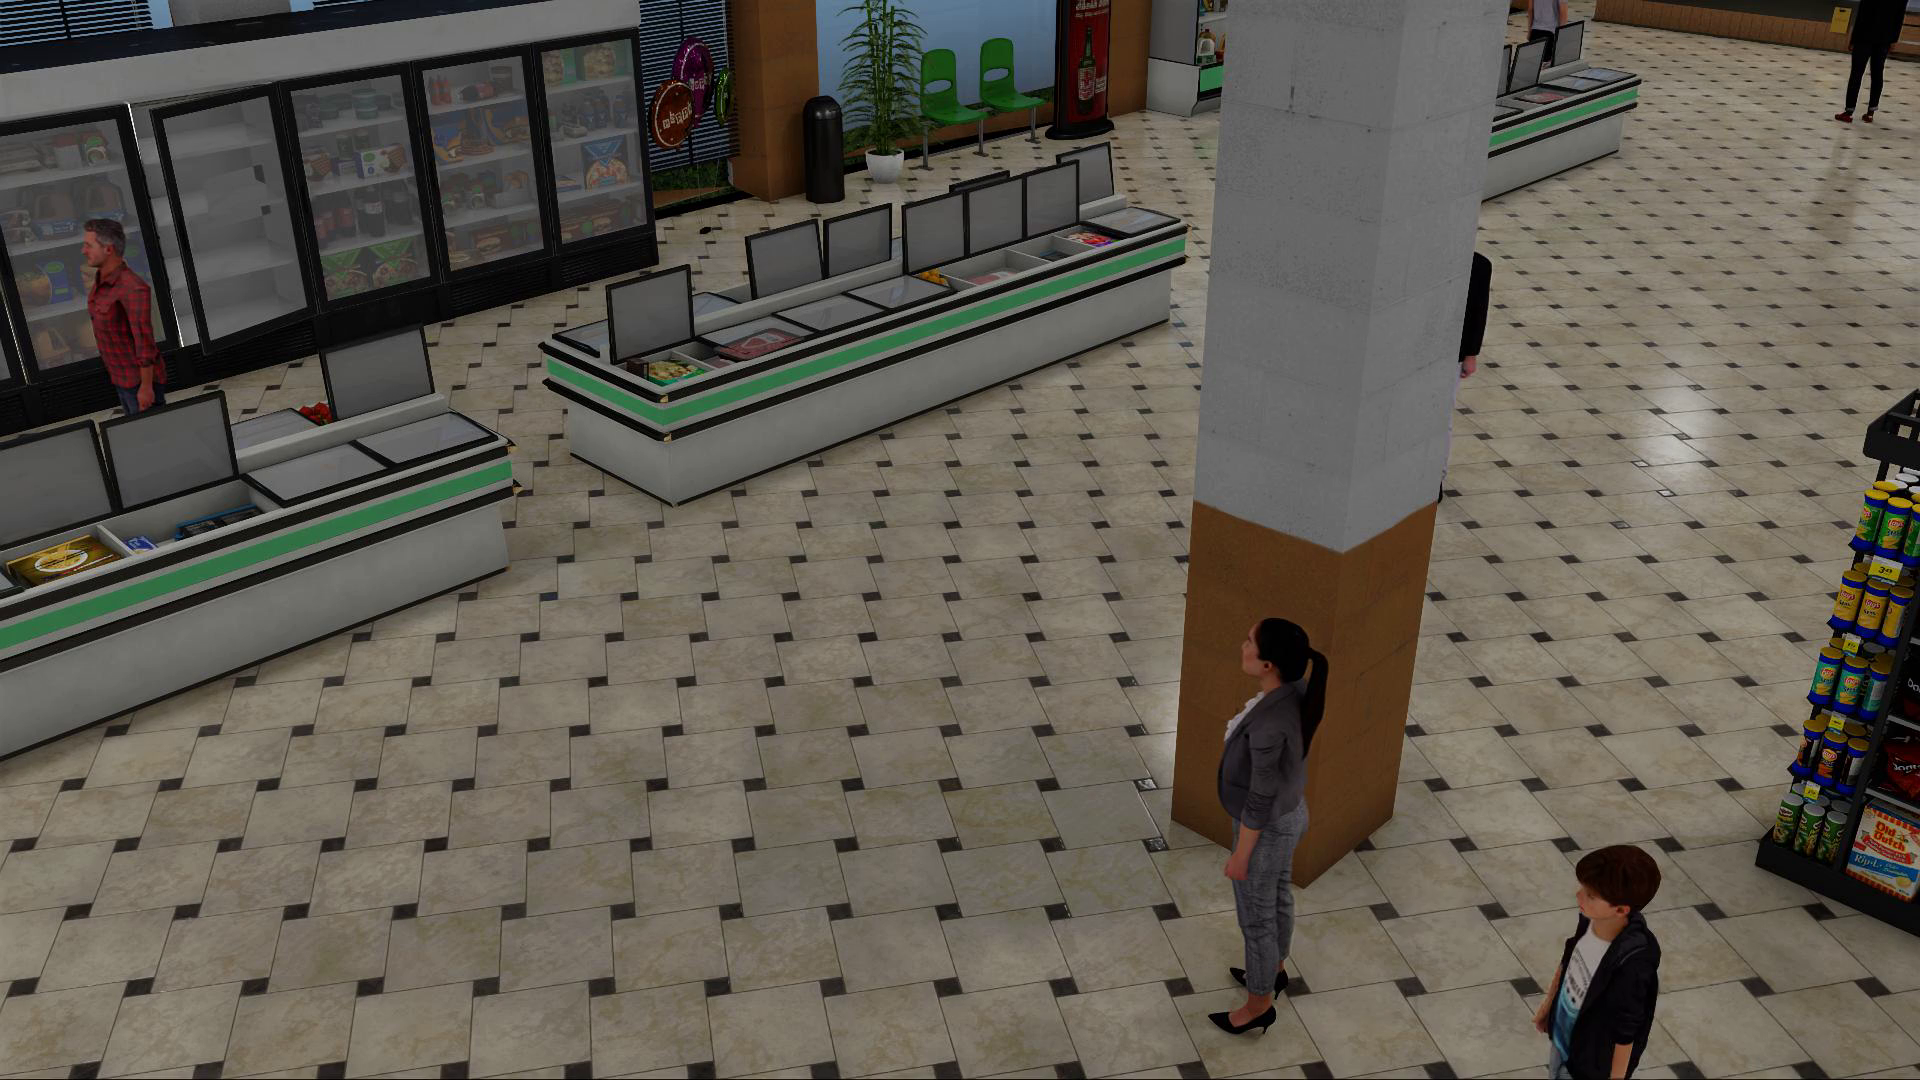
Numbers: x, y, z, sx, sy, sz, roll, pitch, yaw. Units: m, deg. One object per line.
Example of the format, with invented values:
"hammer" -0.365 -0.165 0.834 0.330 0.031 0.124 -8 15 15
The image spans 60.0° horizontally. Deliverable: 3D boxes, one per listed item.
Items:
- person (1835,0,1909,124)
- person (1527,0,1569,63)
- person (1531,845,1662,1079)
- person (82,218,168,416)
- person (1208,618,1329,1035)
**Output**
"person" 10.395 -5.685 18.930 0.783 1.817 0.831 1 27 2
"person" 6.731 -5.818 19.140 0.607 1.863 0.698 -18 32 -31
"person" 1.982 1.548 5.090 0.713 1.435 0.652 0 27 0
"person" -4.750 -0.967 9.612 0.563 1.831 0.696 -21 34 -35
"person" 1.081 1.022 5.860 0.751 1.677 0.618 13 30 24
